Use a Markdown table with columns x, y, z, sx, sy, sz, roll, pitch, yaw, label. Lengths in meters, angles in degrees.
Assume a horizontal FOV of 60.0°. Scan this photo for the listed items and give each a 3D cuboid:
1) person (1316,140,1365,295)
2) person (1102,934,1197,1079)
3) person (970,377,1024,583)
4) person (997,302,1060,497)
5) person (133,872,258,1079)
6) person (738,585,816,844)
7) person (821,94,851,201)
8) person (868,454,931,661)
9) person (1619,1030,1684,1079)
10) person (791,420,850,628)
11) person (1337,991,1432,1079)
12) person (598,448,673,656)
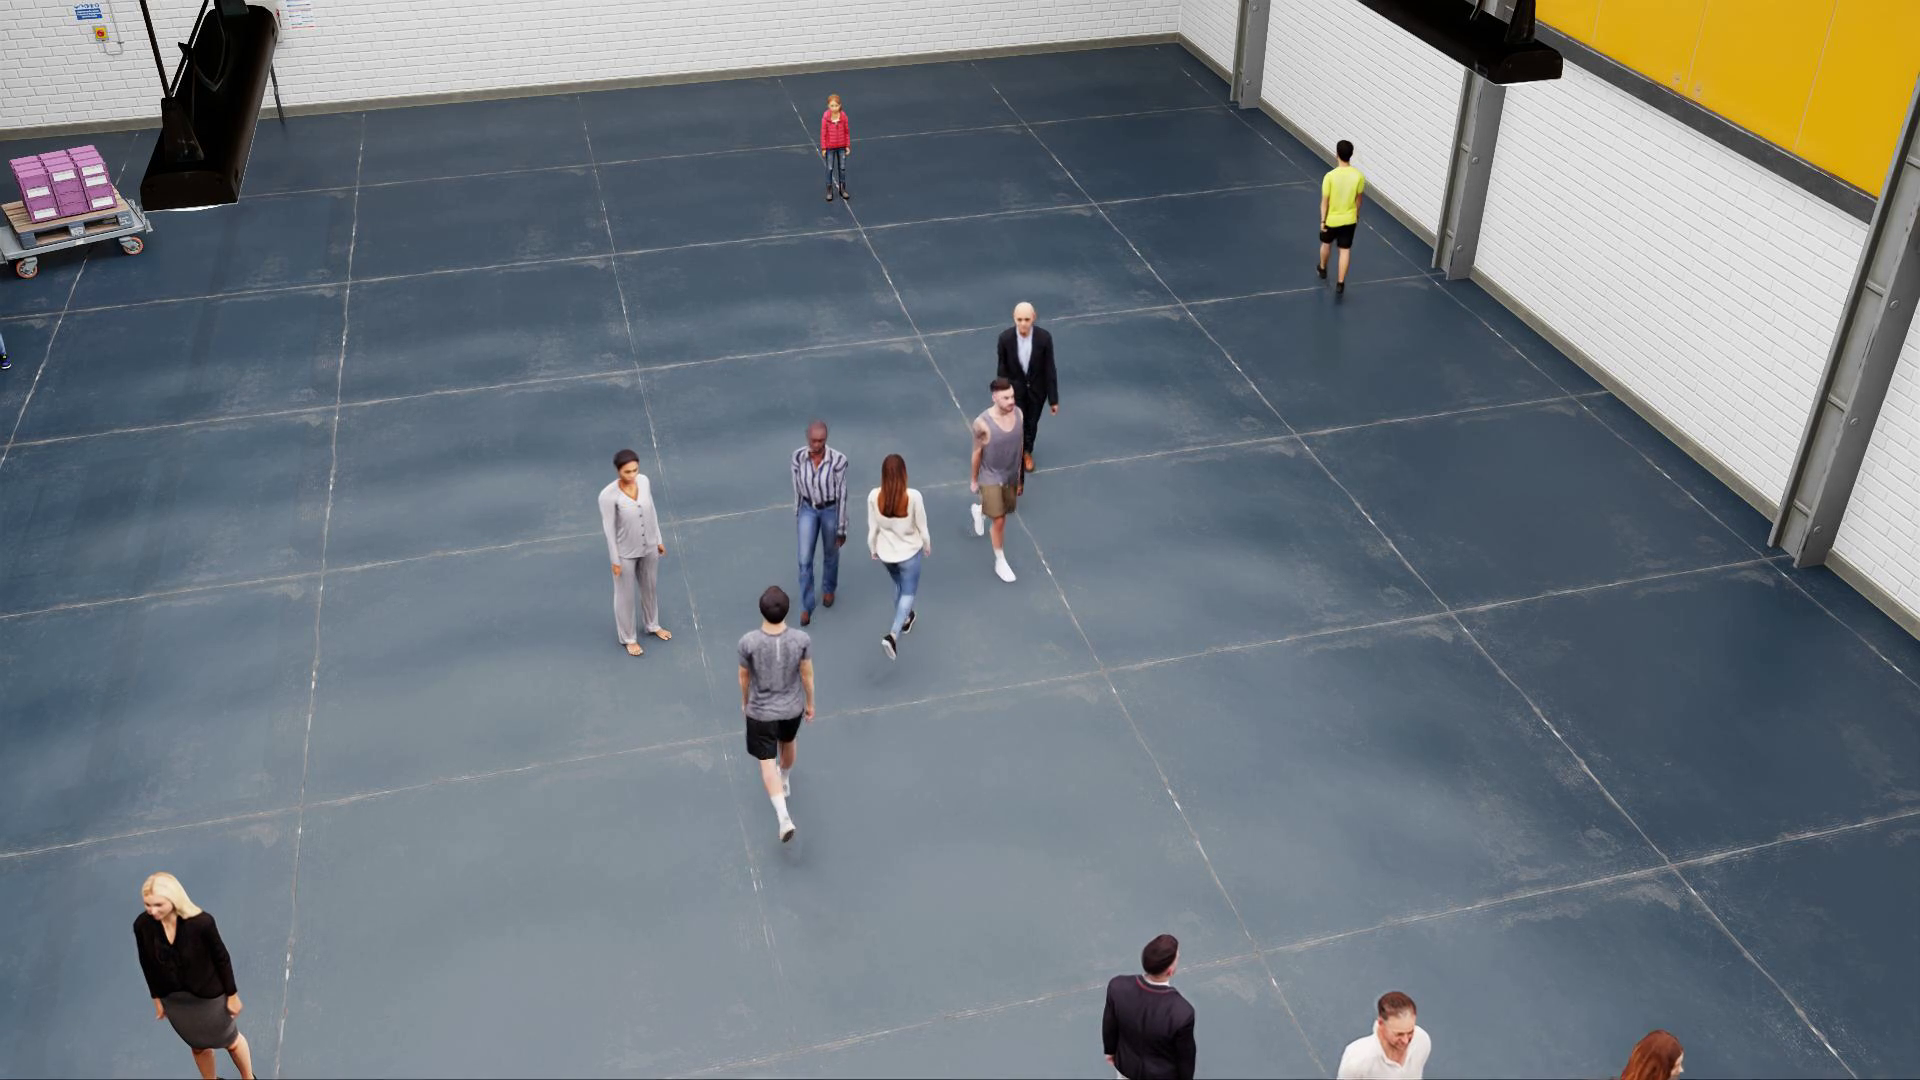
| x | y | z | sx | sy | sz | roll | pitch | yaw | label |
| --- | --- | --- | --- | --- | --- | --- | --- | --- | --- |
| 4.205 | -3.512 | 18.279 | 0.886 | 1.676 | 1.174 | 2 | 34 | 4 | person |
| 0.980 | 2.764 | 8.693 | 0.730 | 1.836 | 0.784 | 17 | 37 | 24 | person |
| 0.278 | -0.583 | 13.791 | 0.823 | 1.825 | 1.162 | -18 | 38 | -25 | person |
| 0.598 | -1.343 | 14.946 | 0.892 | 1.754 | 1.228 | 0 | 34 | -1 | person |
| -4.155 | 2.504 | 9.076 | 0.641 | 1.844 | 0.591 | -3 | 34 | -5 | person |
| -1.211 | 1.174 | 11.081 | 0.656 | 1.840 | 1.110 | -10 | 35 | -14 | person |
| -1.550 | -4.896 | 20.684 | 0.506 | 1.318 | 0.483 | -8 | 34 | -12 | person |
| -0.479 | 0.148 | 12.780 | 0.949 | 1.668 | 1.112 | 10 | 35 | 14 | person |
| 3.247 | 3.045 | 8.430 | 0.949 | 1.659 | 1.237 | -29 | 43 | -36 | person |
| -1.075 | -0.225 | 13.246 | 0.790 | 1.773 | 0.938 | 4 | 34 | 6 | person |
| 2.081 | 2.924 | 8.435 | 0.682 | 1.854 | 0.578 | -12 | 35 | -17 | person |
| -2.534 | 0.053 | 12.858 | 0.724 | 1.740 | 0.718 | 27 | 42 | 35 | person |
